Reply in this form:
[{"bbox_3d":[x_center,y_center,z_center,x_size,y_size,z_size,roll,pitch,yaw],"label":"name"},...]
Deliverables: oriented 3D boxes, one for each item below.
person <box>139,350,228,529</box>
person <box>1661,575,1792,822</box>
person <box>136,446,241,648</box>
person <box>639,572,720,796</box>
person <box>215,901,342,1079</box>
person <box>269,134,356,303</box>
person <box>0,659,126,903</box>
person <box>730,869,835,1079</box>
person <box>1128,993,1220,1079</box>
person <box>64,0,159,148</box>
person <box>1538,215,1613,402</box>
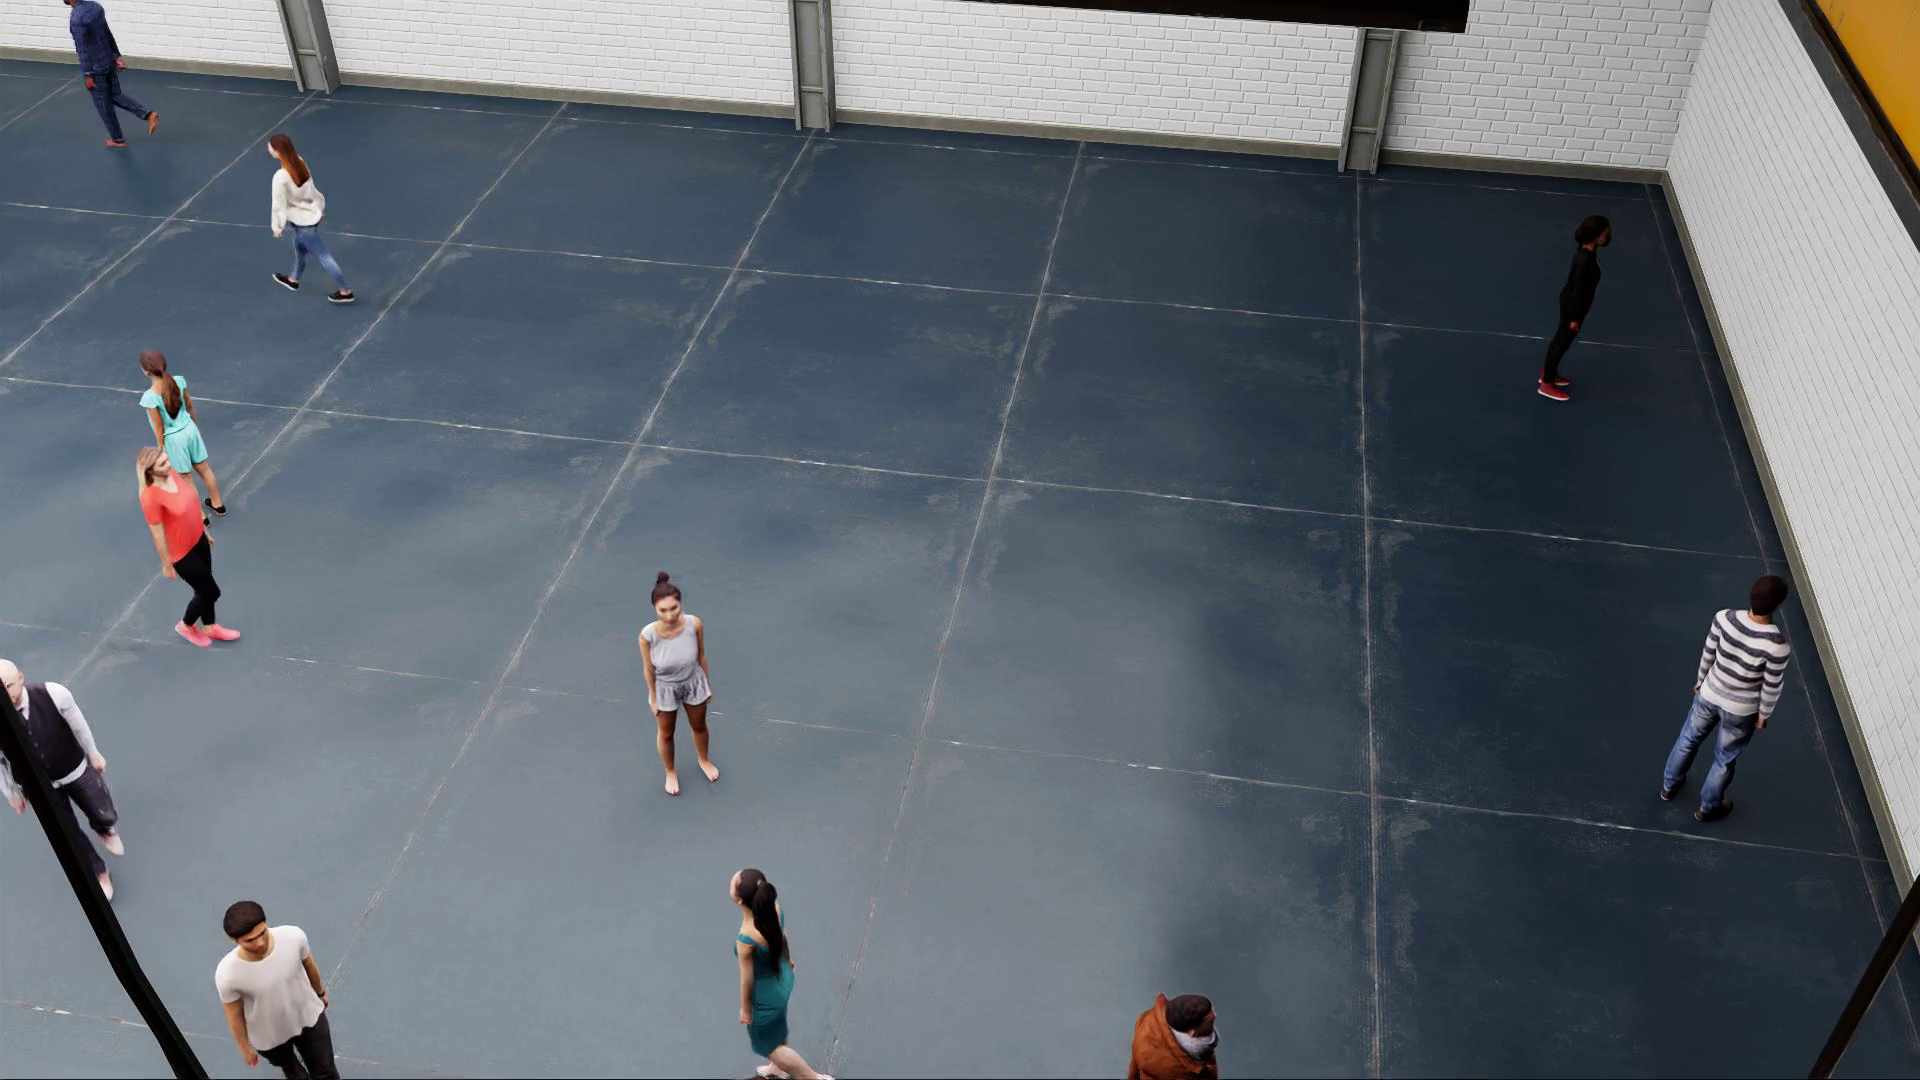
[{"bbox_3d":[-5.930,-0.783,12.627,0.636,1.559,0.614,18,42,21],"label":"person"},{"bbox_3d":[4.720,0.966,10.202,0.778,1.852,0.700,-26,46,-29],"label":"person"},{"bbox_3d":[-5.431,0.065,11.464,0.699,1.685,0.647,1,39,1],"label":"person"},{"bbox_3d":[-1.776,0.911,10.469,0.644,1.605,0.722,-16,41,-19],"label":"person"},{"bbox_3d":[-3.500,2.404,8.532,1.059,1.690,1.148,-26,45,-29],"label":"person"},{"bbox_3d":[-5.903,-2.891,15.192,1.027,1.652,0.635,6,39,8],"label":"person"},{"bbox_3d":[-5.307,1.344,9.761,0.923,1.811,0.982,-22,44,-25],"label":"person"},{"bbox_3d":[-0.942,2.356,8.613,0.810,1.663,0.633,9,40,11],"label":"person"},{"bbox_3d":[0.941,2.815,7.926,1.210,1.803,0.985,-9,40,-11],"label":"person"},{"bbox_3d":[-9.110,-5.068,17.802,0.898,1.797,0.749,1,39,1],"label":"person"},{"bbox_3d":[5.176,-1.978,14.030,0.554,1.675,0.628,12,40,15],"label":"person"}]
